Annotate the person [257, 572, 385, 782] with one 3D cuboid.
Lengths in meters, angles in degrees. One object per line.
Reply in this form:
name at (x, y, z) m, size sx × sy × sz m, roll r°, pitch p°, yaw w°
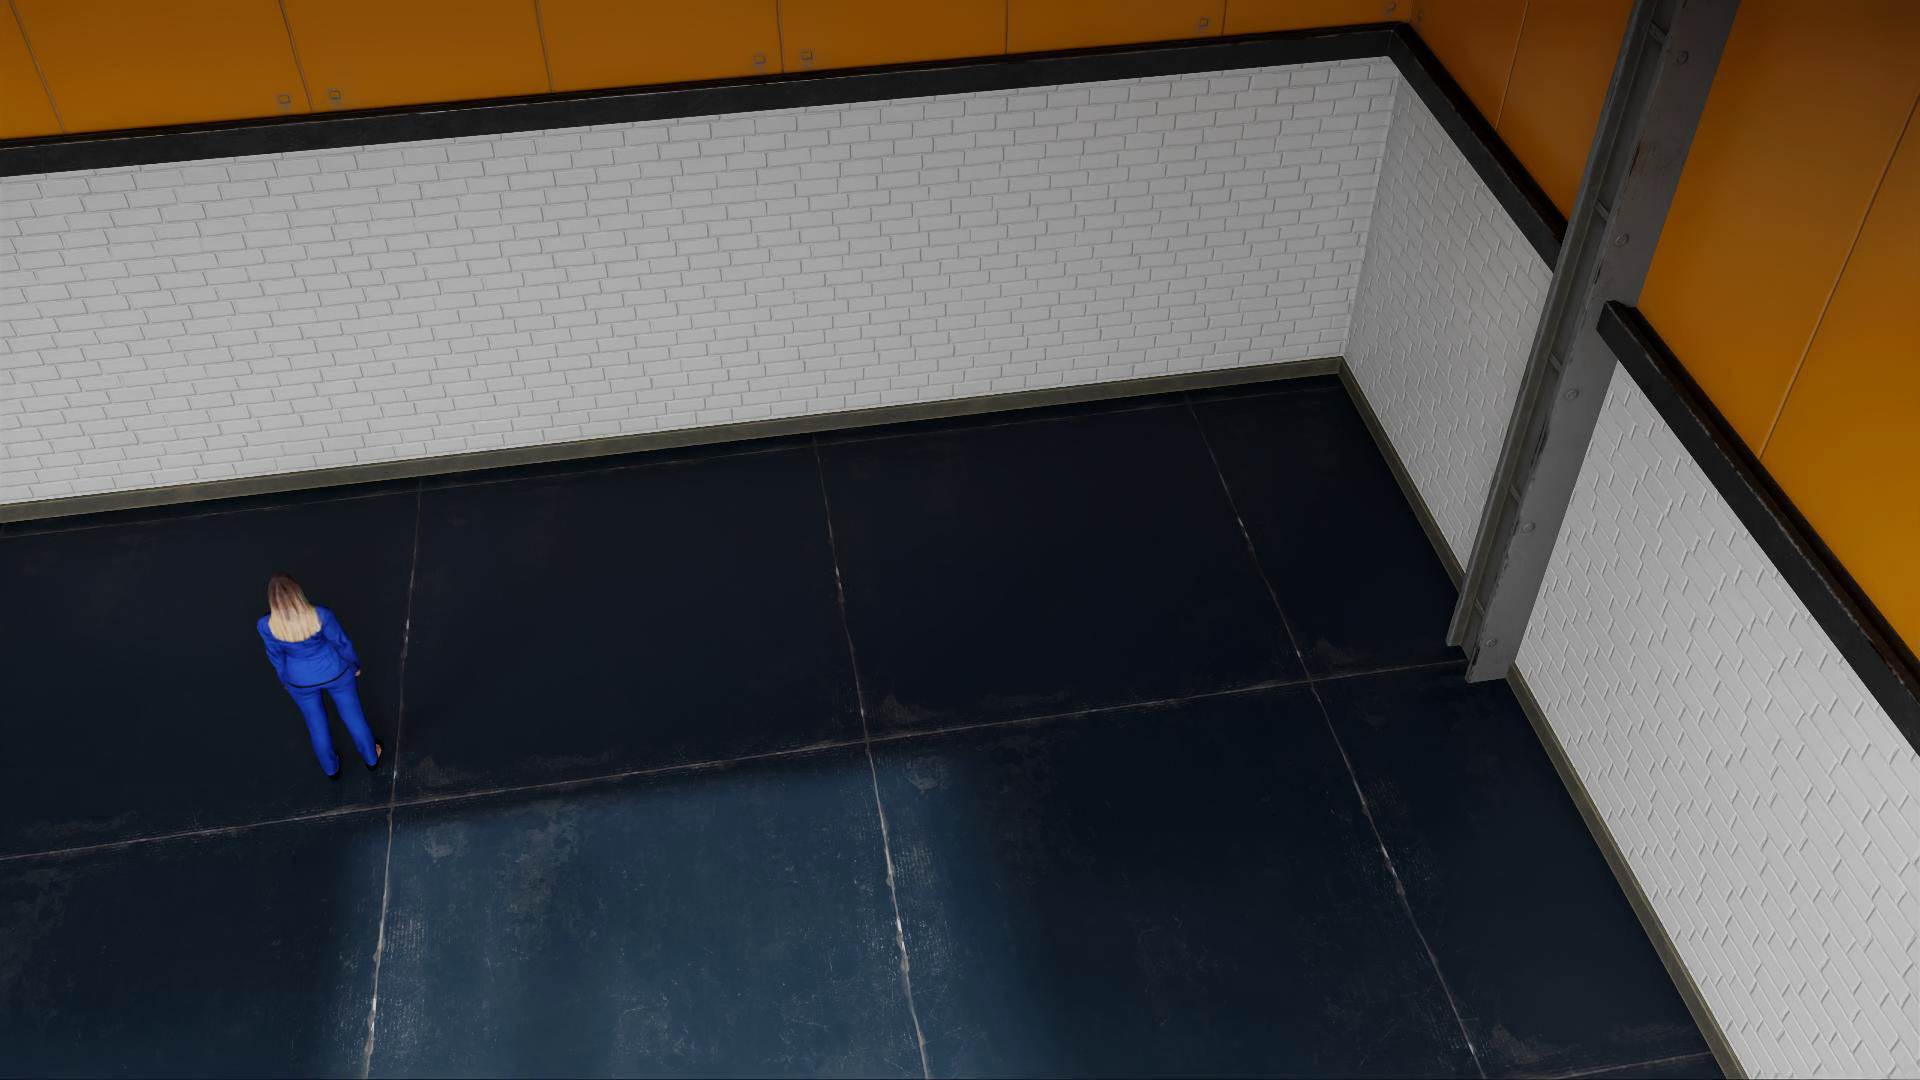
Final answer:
person at (-3.872, 0.827, 10.049) m, size 0.644 × 1.701 × 0.578 m, roll -11°, pitch 45°, yaw -12°
